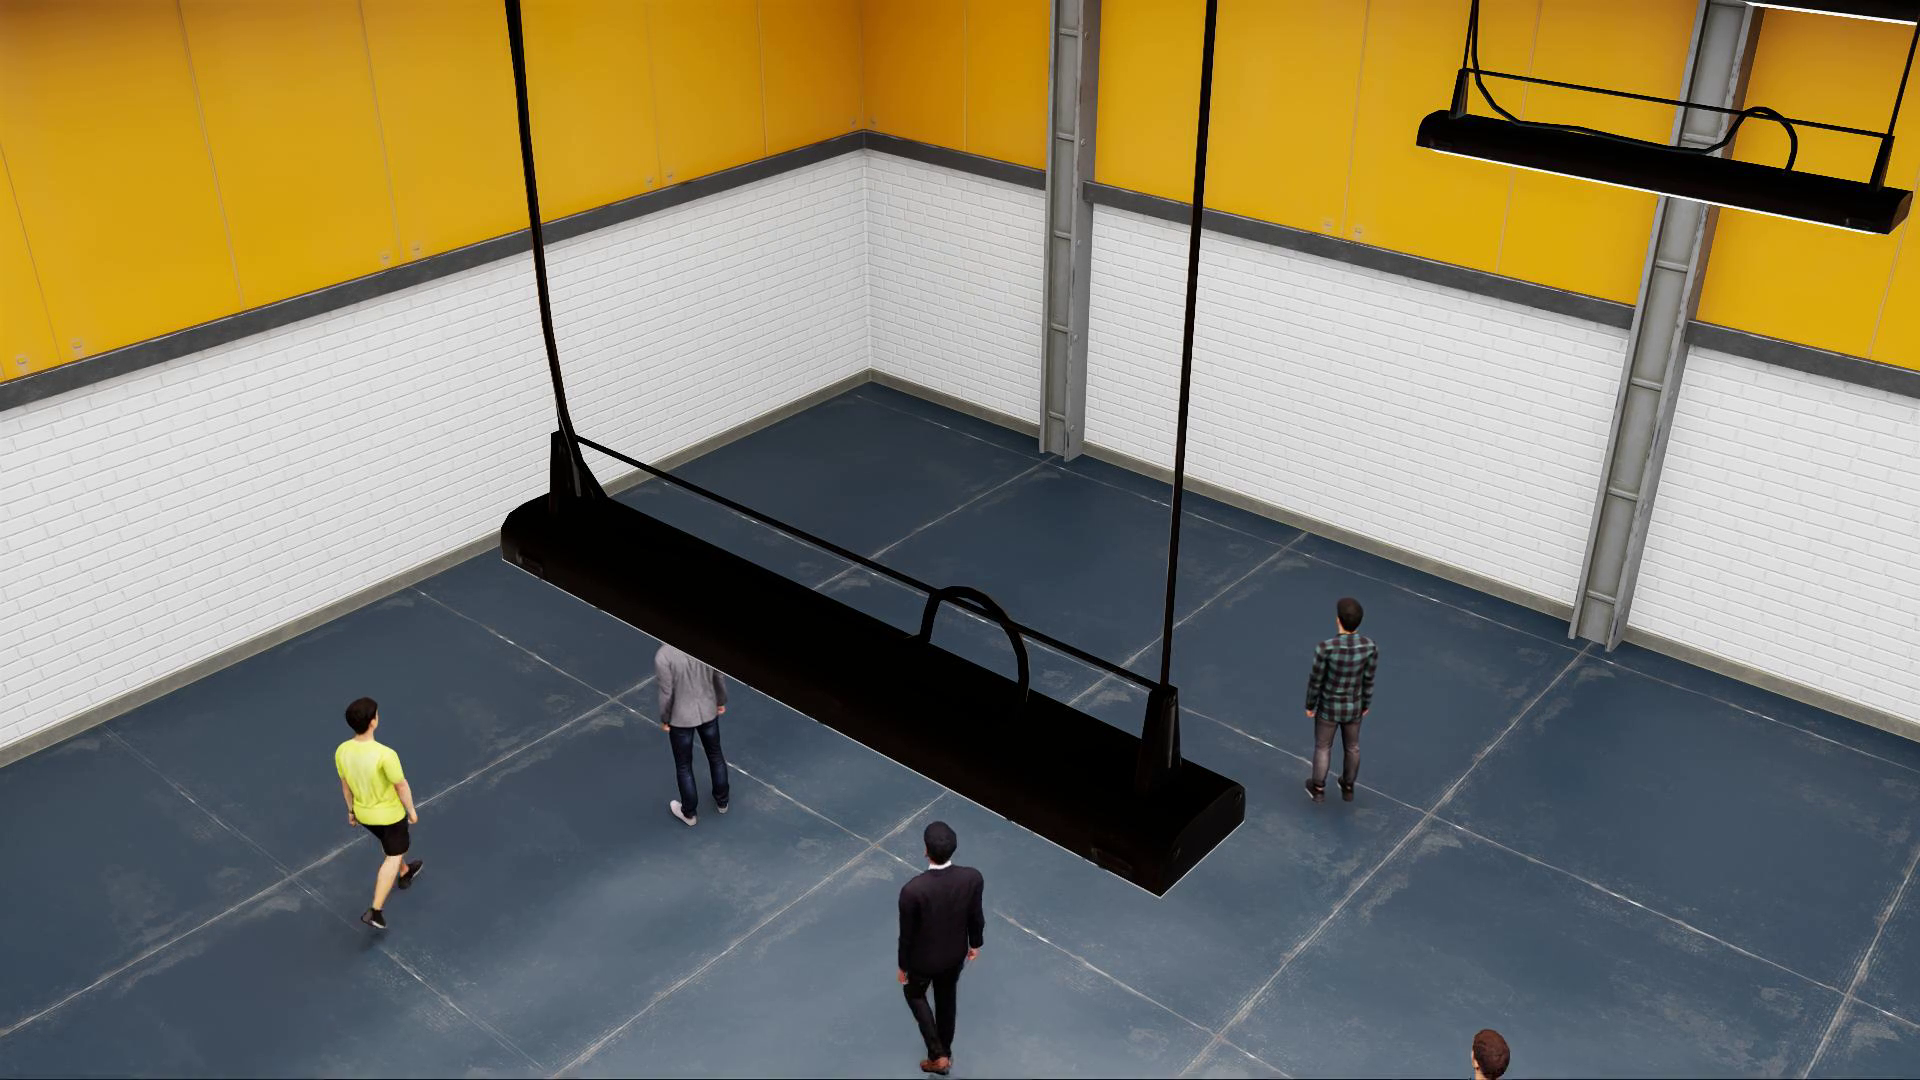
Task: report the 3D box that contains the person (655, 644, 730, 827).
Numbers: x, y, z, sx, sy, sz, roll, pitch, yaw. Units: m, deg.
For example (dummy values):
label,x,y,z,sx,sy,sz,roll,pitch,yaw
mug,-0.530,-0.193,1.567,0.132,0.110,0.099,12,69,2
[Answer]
label,x,y,z,sx,sy,sz,roll,pitch,yaw
person,-1.970,1.262,12.279,0.760,1.873,0.714,-16,33,-27

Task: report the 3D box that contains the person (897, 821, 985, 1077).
label,x,y,z,sx,sy,sz,roll,pitch,yaw
person,-0.105,2.528,9.958,0.852,1.874,0.860,-12,31,-21

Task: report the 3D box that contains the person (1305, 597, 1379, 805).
label,x,y,z,sx,sy,sz,roll,pitch,yaw
person,2.819,1.185,12.287,0.719,1.713,0.763,-2,29,-3

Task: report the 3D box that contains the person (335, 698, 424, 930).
label,x,y,z,sx,sy,sz,roll,pitch,yaw
person,-3.996,1.877,11.352,1.101,1.681,0.988,8,30,13
